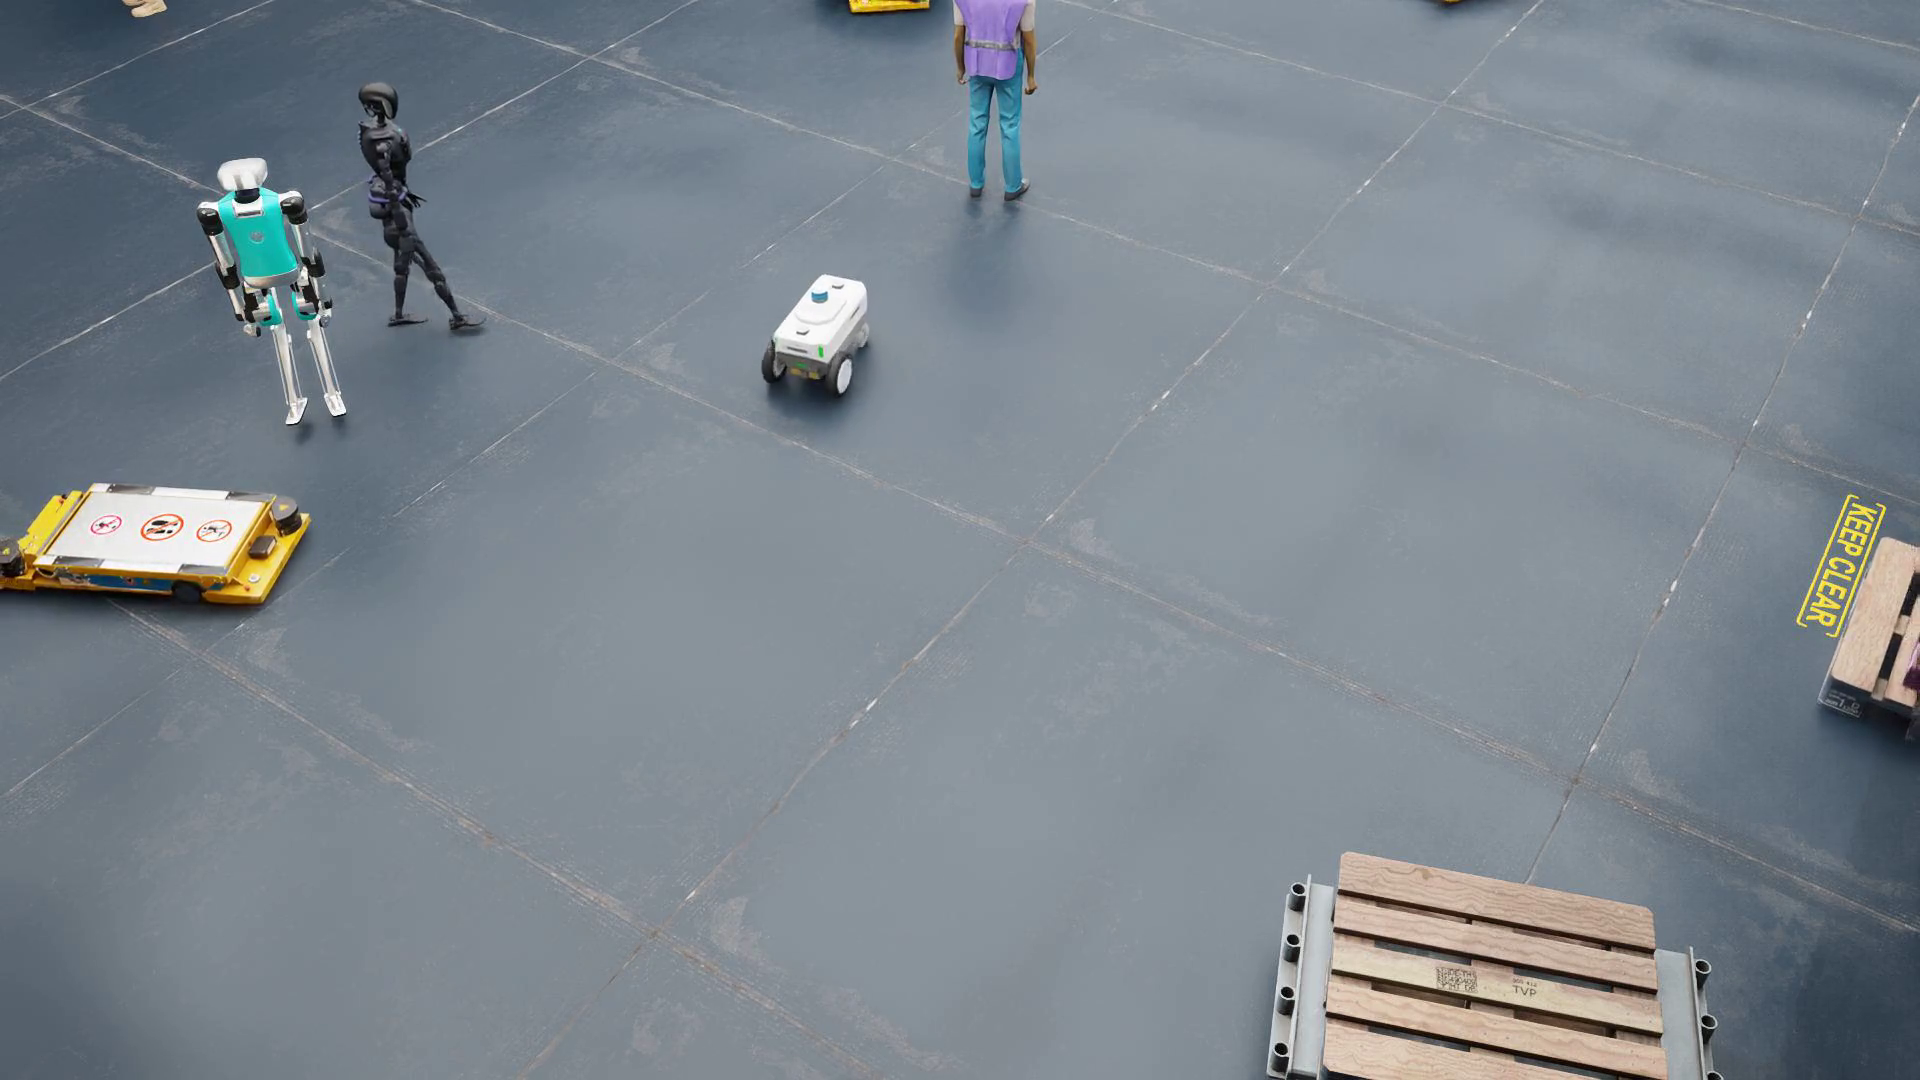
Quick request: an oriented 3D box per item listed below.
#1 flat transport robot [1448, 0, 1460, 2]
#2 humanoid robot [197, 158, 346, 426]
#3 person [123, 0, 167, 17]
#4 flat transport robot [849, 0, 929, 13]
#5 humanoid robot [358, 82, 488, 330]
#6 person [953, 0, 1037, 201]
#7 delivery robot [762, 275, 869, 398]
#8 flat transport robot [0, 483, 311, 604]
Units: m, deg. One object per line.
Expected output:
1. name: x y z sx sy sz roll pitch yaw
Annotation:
1. flat transport robot: 4.561 -4.989 14.362 1.431 0.231 0.659 -21 46 -22
2. humanoid robot: -3.745 -1.434 9.182 0.533 1.677 0.735 -11 43 -12
3. person: -6.811 -5.101 13.377 0.324 1.747 0.475 -21 46 -22
4. flat transport robot: -0.678 -4.916 14.280 0.659 0.231 1.431 -6 42 -6
5. humanoid robot: -3.296 -1.997 9.970 0.629 1.637 0.612 -9 43 -10
6. person: 0.229 -3.124 11.098 0.562 1.838 0.389 11 43 12
7. delivery robot: -0.826 -1.266 9.971 0.499 0.580 0.756 14 44 15
8. flat transport robot: -4.252 0.016 8.762 1.431 0.231 0.659 4 42 4
